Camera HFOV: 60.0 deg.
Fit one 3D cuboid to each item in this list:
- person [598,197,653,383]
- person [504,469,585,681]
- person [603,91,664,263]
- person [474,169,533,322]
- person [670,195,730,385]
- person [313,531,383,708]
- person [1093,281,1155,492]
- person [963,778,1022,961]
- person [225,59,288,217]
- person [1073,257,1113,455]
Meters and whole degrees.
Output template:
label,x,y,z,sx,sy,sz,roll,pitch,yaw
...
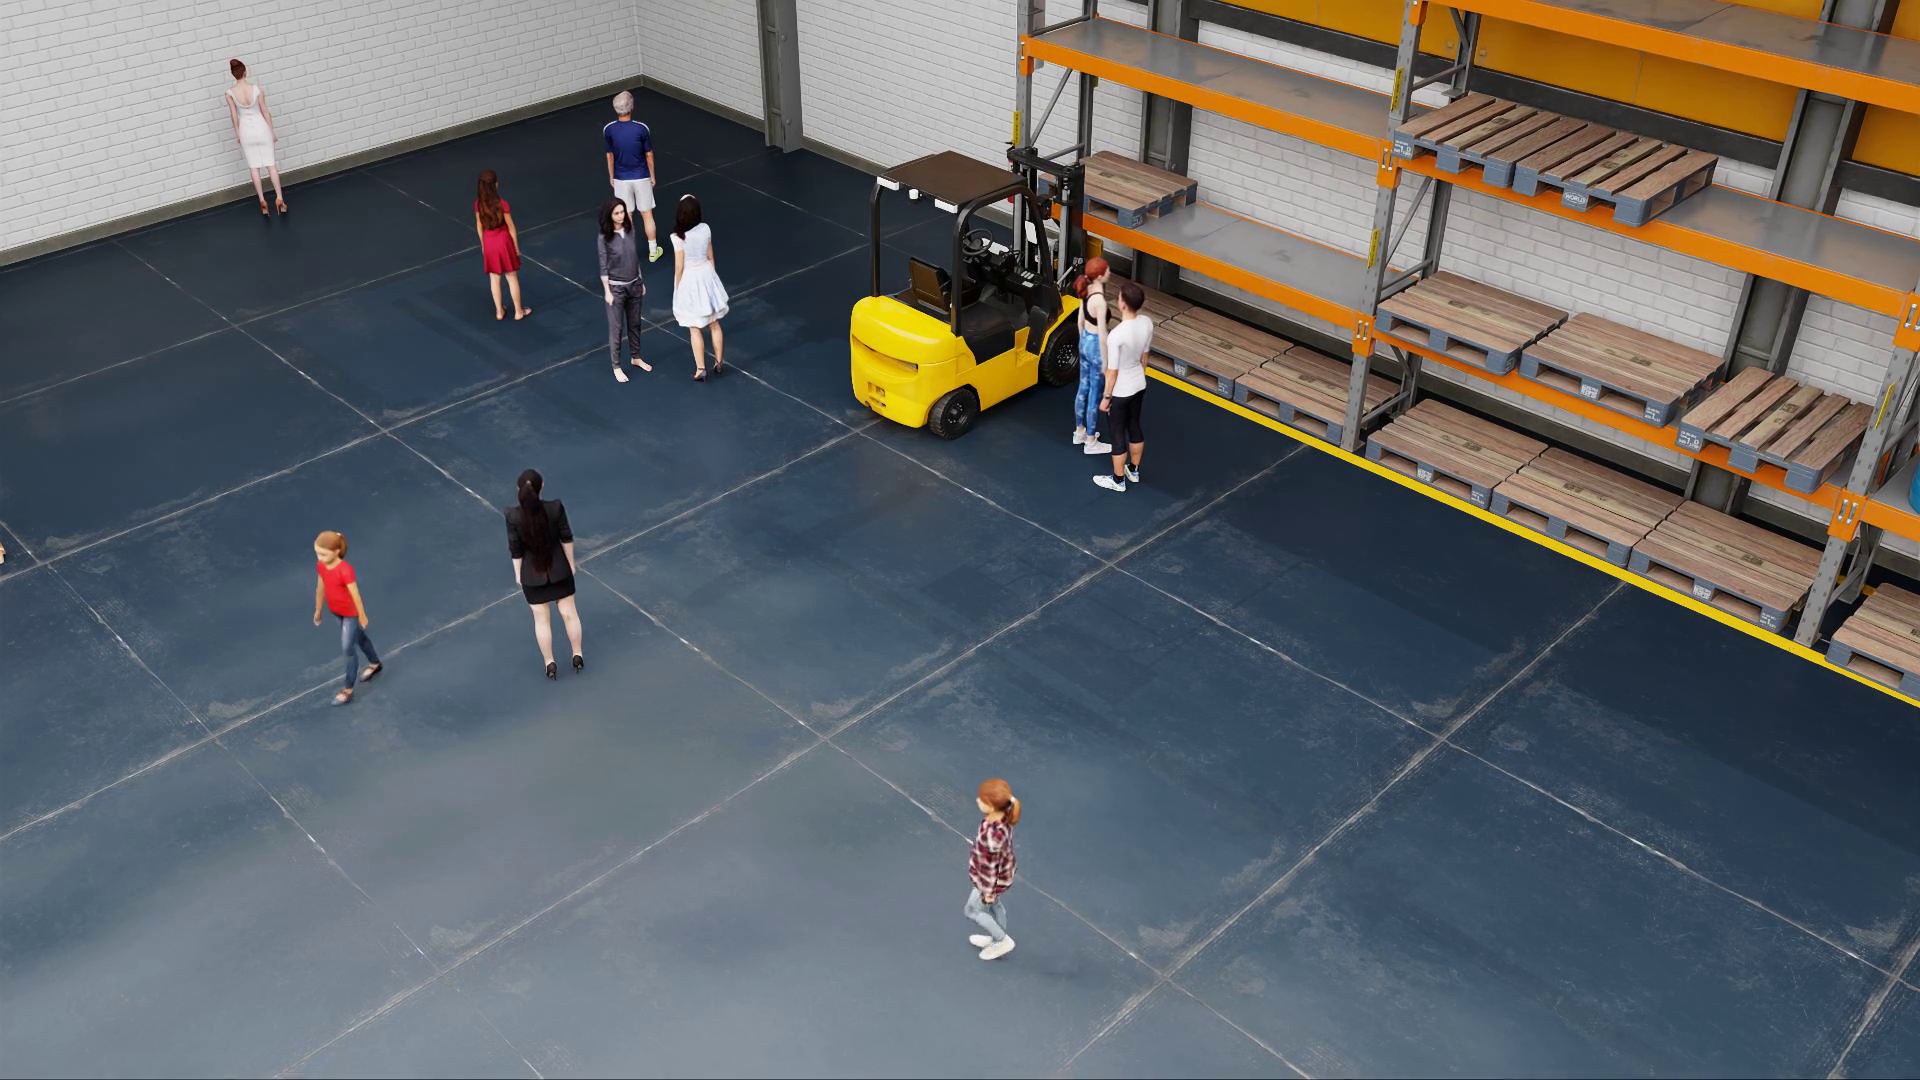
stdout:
label,x,y,z,sx,sy,sz,roll,pitch,yaw
person,-3.127,-2.350,15.420,0.506,1.764,0.595,27,42,34
person,-2.880,0.236,11.591,0.670,1.696,0.668,-11,35,-17
person,-3.471,-3.833,17.587,0.710,1.836,0.746,-3,34,-5
person,-4.569,-2.921,16.469,0.679,1.554,0.739,2,34,3
person,-2.407,-2.299,15.294,0.746,1.818,0.767,-21,39,-28
person,-4.239,0.459,11.621,0.727,1.292,0.627,21,39,28
person,1.374,-1.259,13.700,0.662,1.851,0.559,-28,43,-35
person,0.248,1.896,9.454,0.658,1.297,0.626,8,34,11
person,-7.912,-4.517,18.654,0.649,1.793,0.655,-8,34,-12
person,1.140,-1.586,14.252,0.715,1.784,0.630,-13,36,-18
